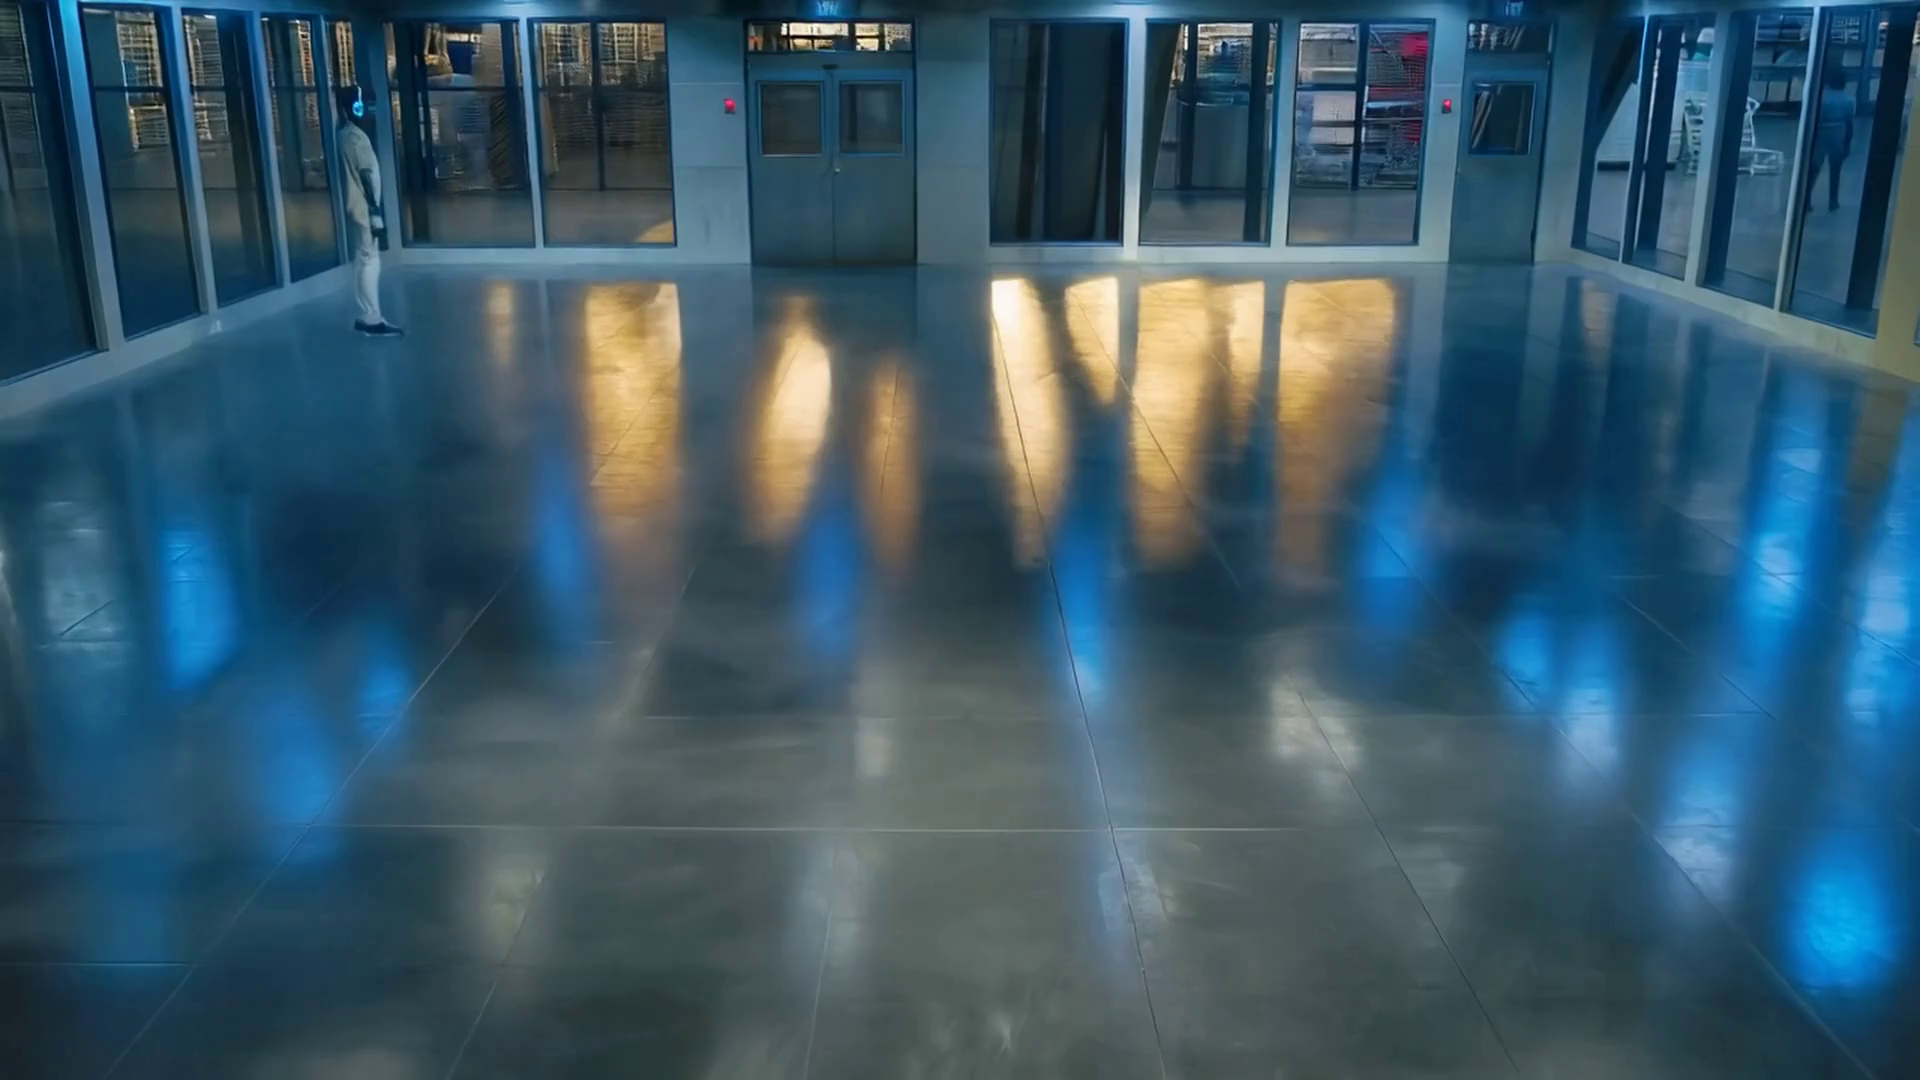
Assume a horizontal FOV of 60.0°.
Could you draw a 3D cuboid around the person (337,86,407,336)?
[{"bbox_3d":[-4.521,-2.492,12.672,0.328,1.861,0.519,-12,20,-34],"label":"person"}]
